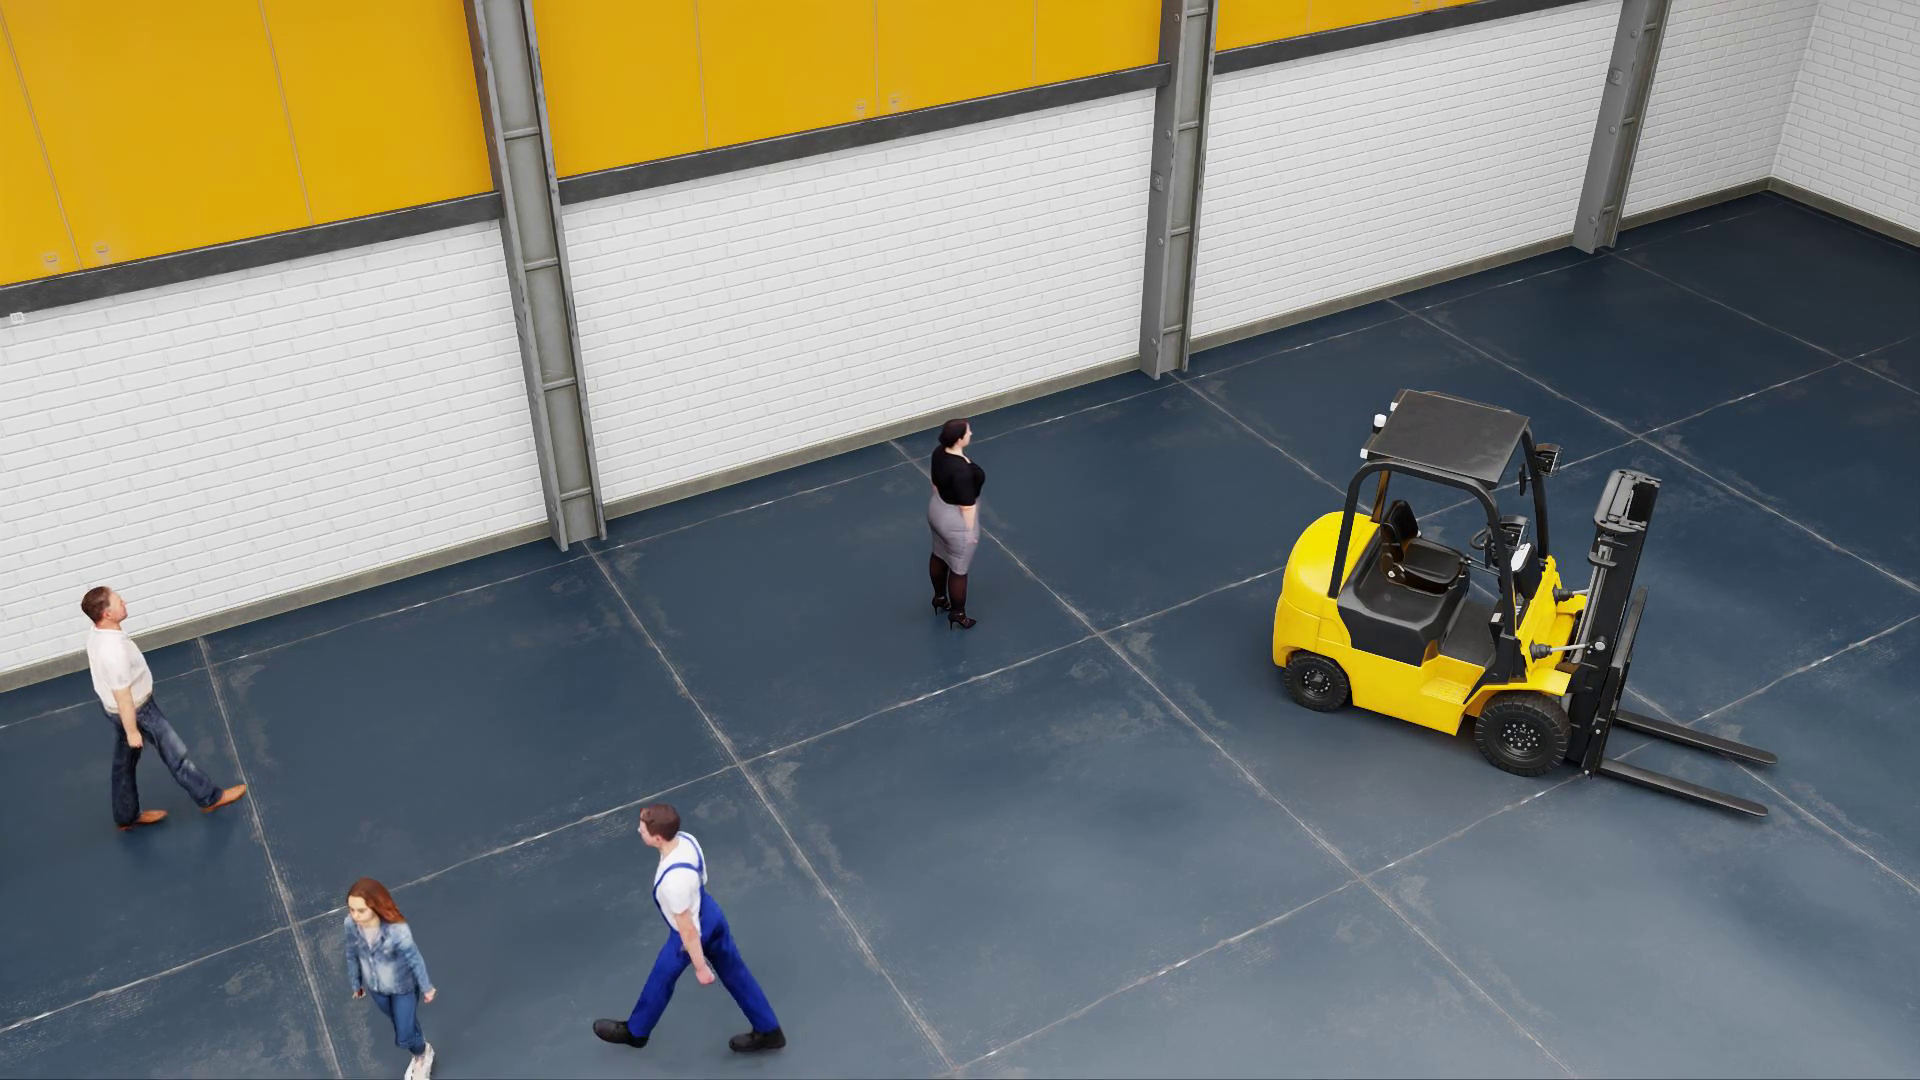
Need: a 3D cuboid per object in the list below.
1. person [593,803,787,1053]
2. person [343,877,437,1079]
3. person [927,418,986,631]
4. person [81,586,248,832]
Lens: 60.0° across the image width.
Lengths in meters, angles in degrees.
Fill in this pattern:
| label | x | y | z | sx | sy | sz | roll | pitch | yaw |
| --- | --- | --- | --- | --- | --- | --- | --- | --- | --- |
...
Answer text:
| label | x | y | z | sx | sy | sz | roll | pitch | yaw |
| --- | --- | --- | --- | --- | --- | --- | --- | --- | --- |
| person | -1.349 | 2.165 | 9.012 | 1.364 | 1.782 | 1.130 | 2 | 34 | 2 |
| person | -3.037 | 2.343 | 9.029 | 0.673 | 1.467 | 0.730 | 9 | 35 | 13 |
| person | -0.055 | -0.133 | 12.491 | 0.607 | 1.759 | 0.653 | -16 | 37 | -23 |
| person | -5.362 | 1.120 | 10.543 | 1.037 | 1.827 | 0.693 | -18 | 38 | -25 |
